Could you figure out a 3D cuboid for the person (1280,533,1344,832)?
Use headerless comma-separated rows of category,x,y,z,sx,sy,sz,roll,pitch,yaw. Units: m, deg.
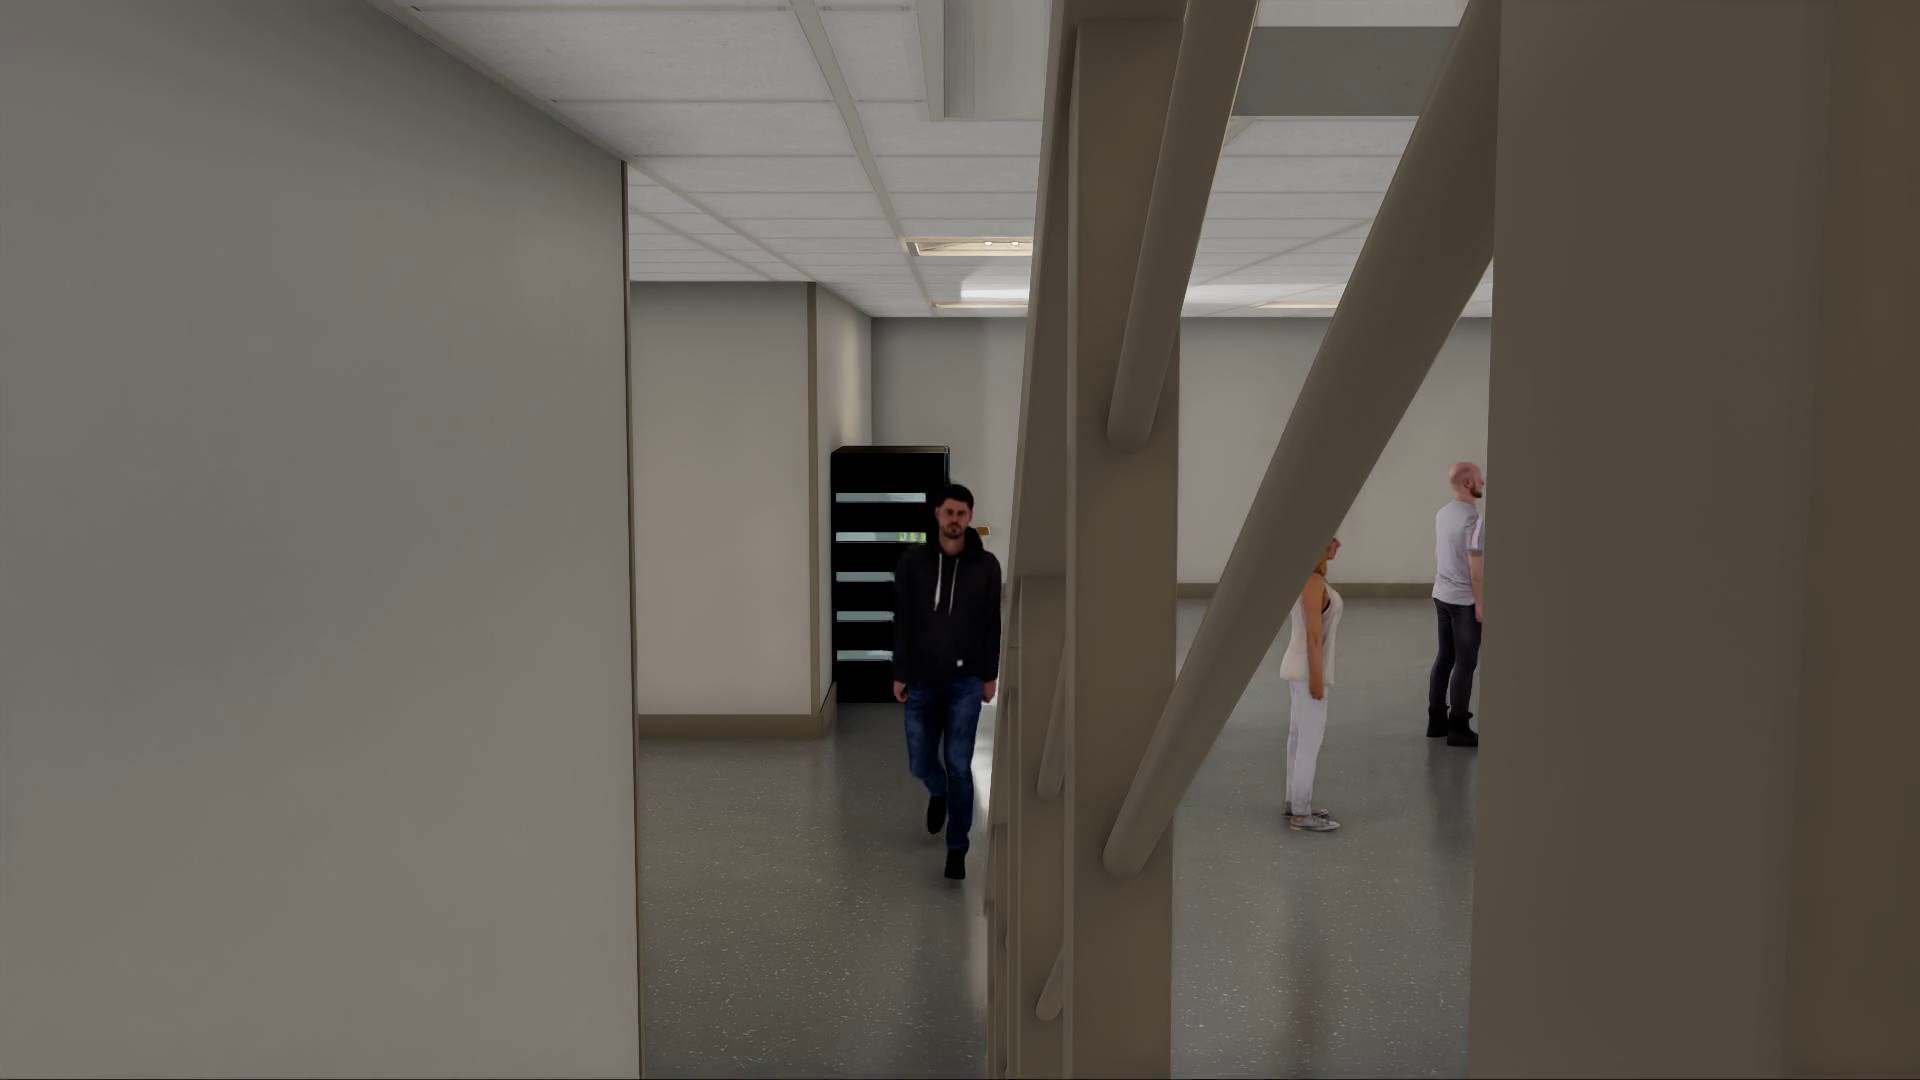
person,1.844,0.685,8.856,0.680,1.669,0.505,0,6,3

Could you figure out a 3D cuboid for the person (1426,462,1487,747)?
person,3.258,0.402,10.863,0.760,1.831,0.563,-1,6,-10

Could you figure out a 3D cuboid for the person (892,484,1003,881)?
person,-0.068,0.664,8.069,0.737,1.869,1.077,0,6,5
